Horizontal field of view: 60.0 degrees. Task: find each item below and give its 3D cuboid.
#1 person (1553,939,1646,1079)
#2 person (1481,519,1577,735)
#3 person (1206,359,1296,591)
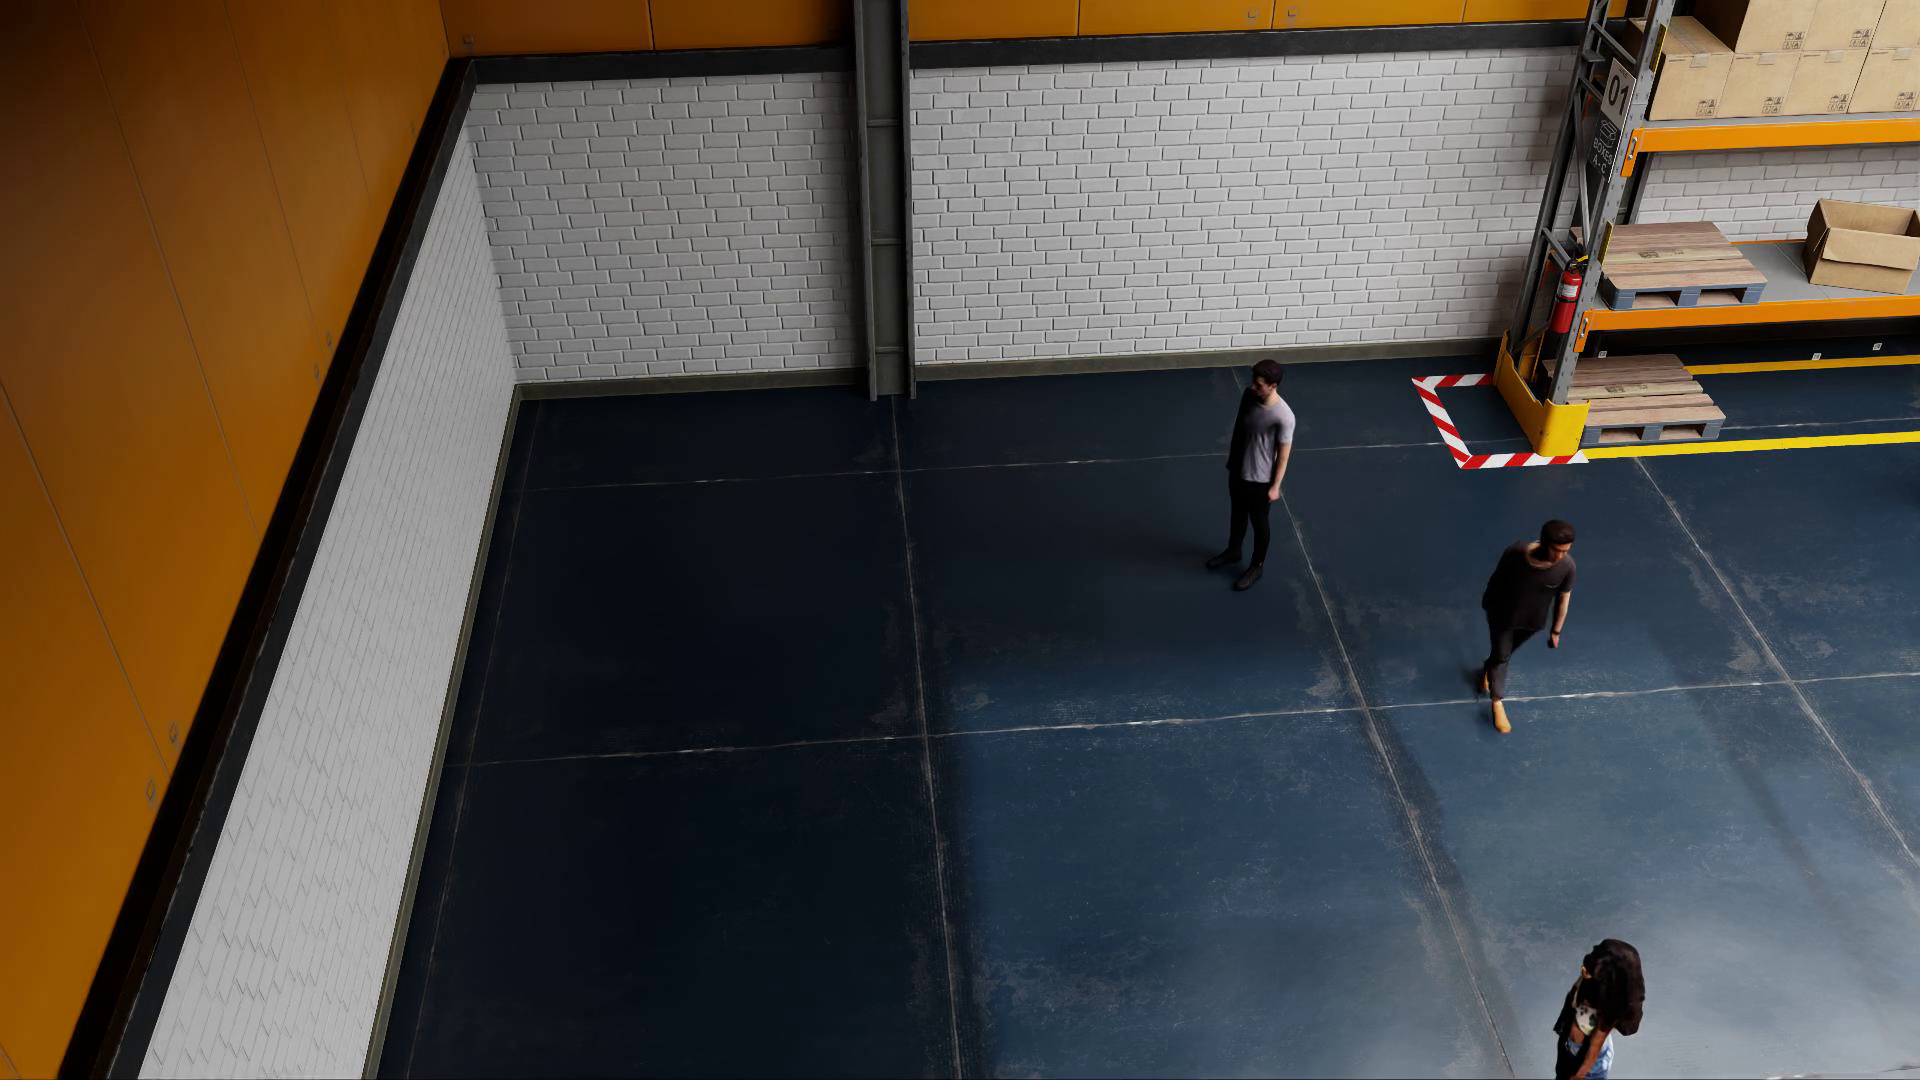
[{"bbox_3d":[3.088,2.537,8.247,0.595,1.620,0.577,2,39,2],"label":"person"},{"bbox_3d":[3.628,0.405,10.889,0.980,1.654,0.800,8,39,10],"label":"person"},{"bbox_3d":[2.108,-0.493,11.847,0.730,1.862,0.745,-23,44,-26],"label":"person"}]
